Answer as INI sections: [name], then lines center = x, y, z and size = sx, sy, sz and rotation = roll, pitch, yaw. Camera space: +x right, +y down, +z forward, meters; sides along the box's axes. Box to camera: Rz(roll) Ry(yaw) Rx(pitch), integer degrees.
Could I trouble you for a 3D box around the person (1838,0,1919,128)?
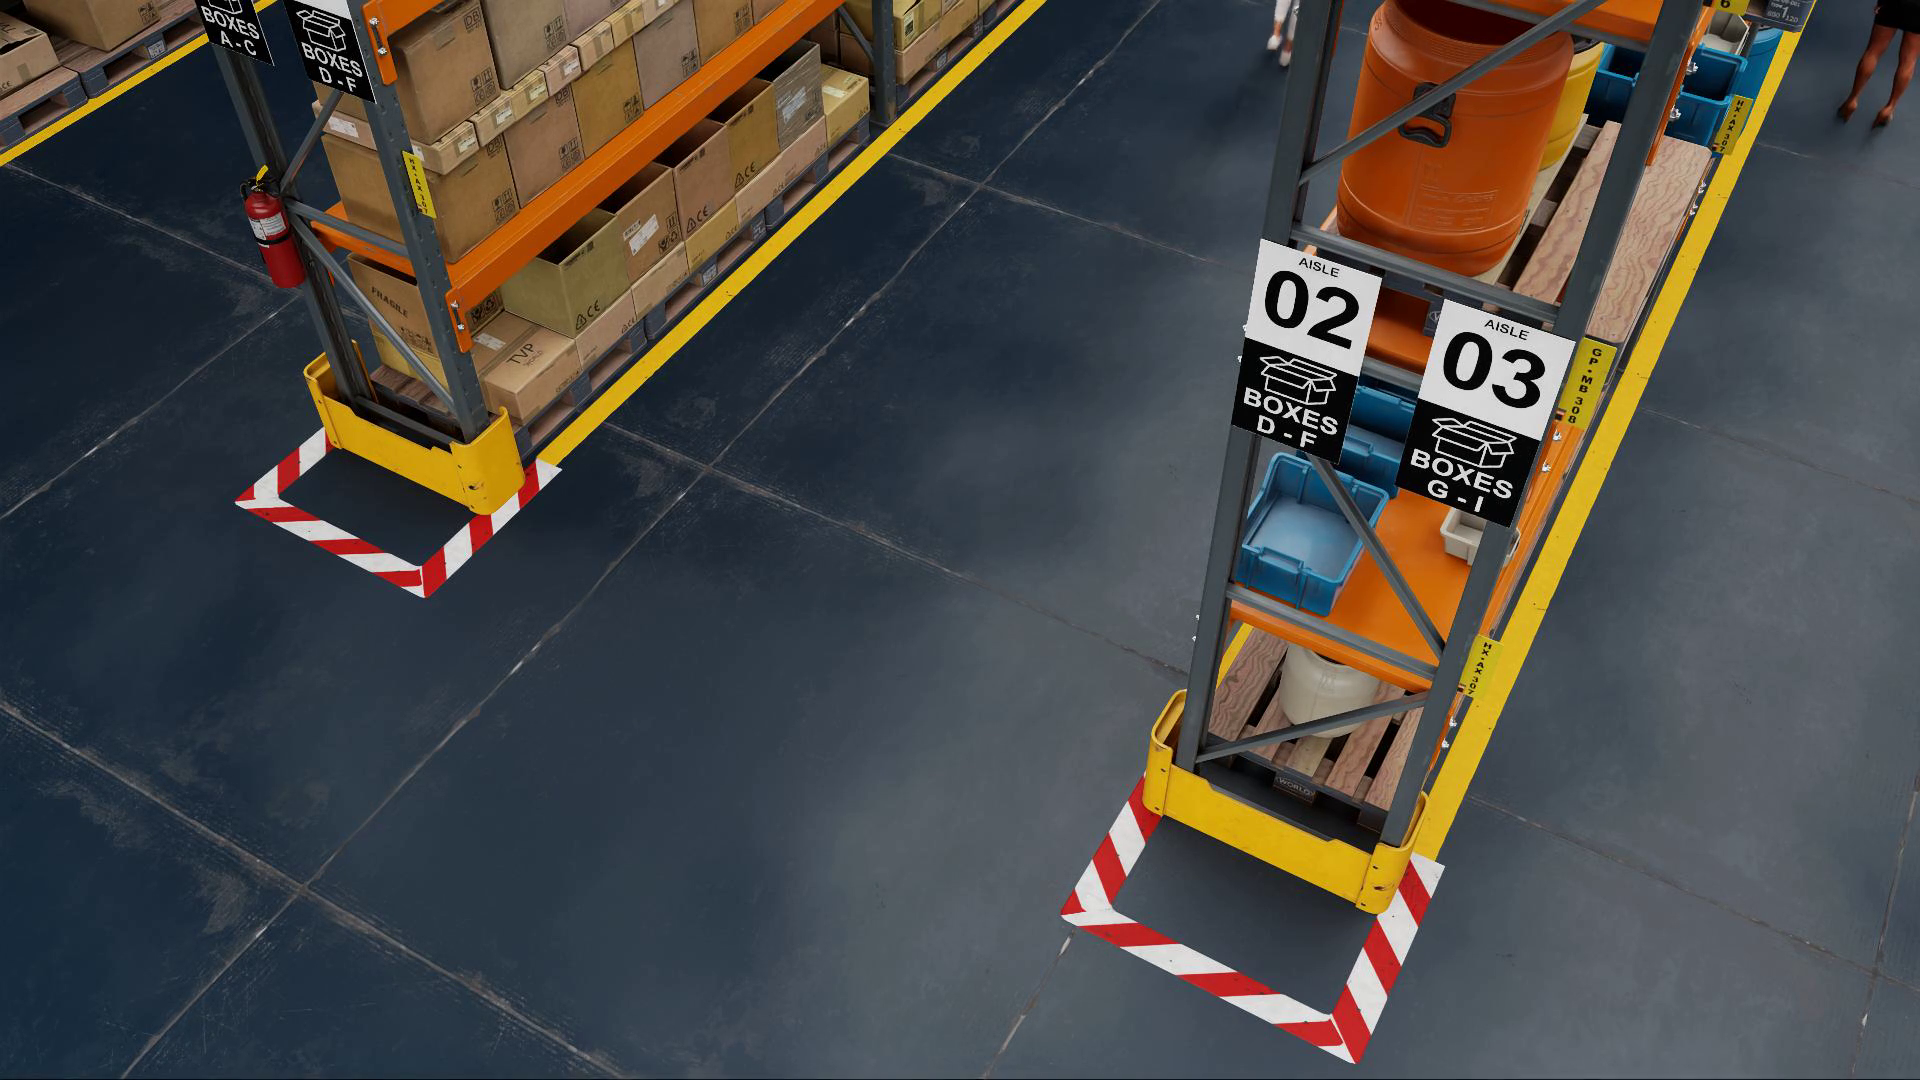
[person]
center = 6.100, -3.408, 10.669
size = 0.541, 1.639, 0.587
rotation = 23, 51, 20
